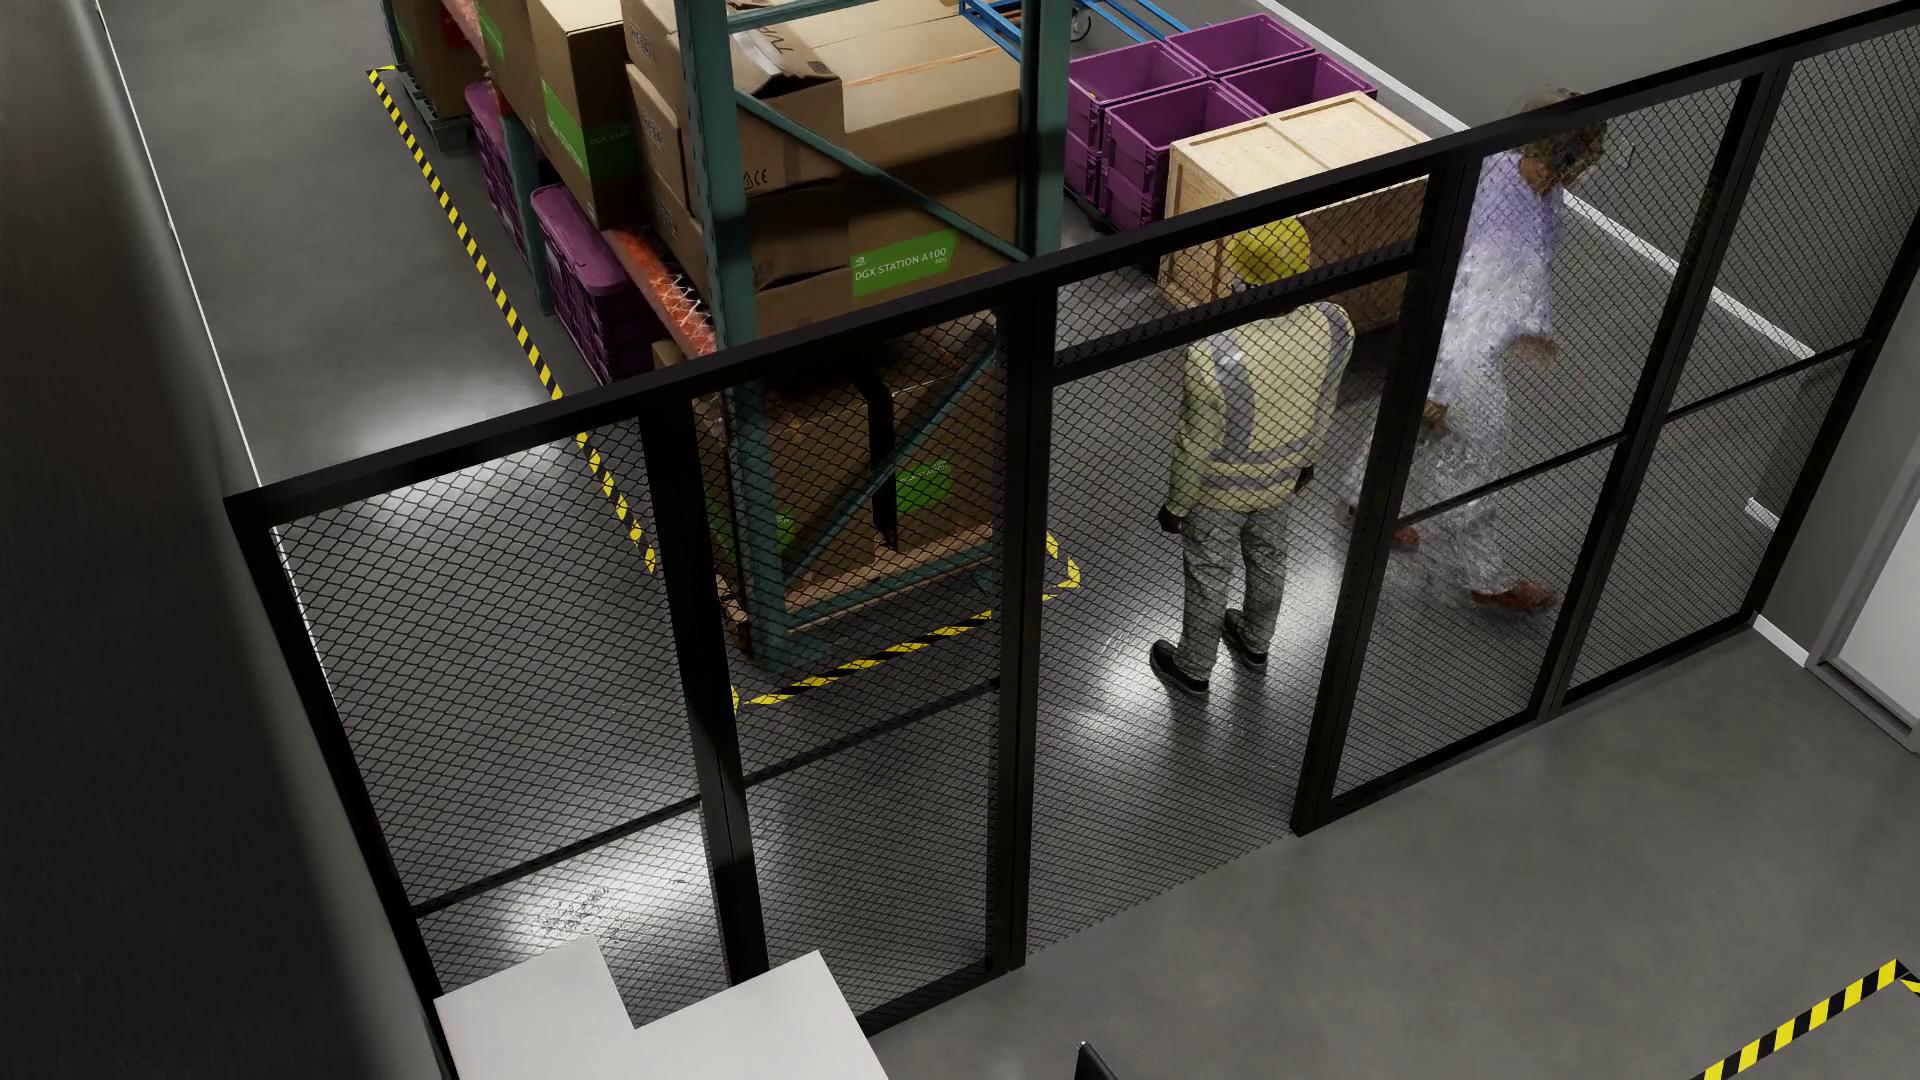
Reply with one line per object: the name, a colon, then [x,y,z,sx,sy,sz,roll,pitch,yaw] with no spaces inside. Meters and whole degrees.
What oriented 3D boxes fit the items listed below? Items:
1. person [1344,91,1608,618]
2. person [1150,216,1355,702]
person: [1.846,-0.624,5.673,0.905,1.883,0.657,18,46,19]
person: [0.888,-0.233,5.278,0.601,1.831,0.404,-20,46,-21]
